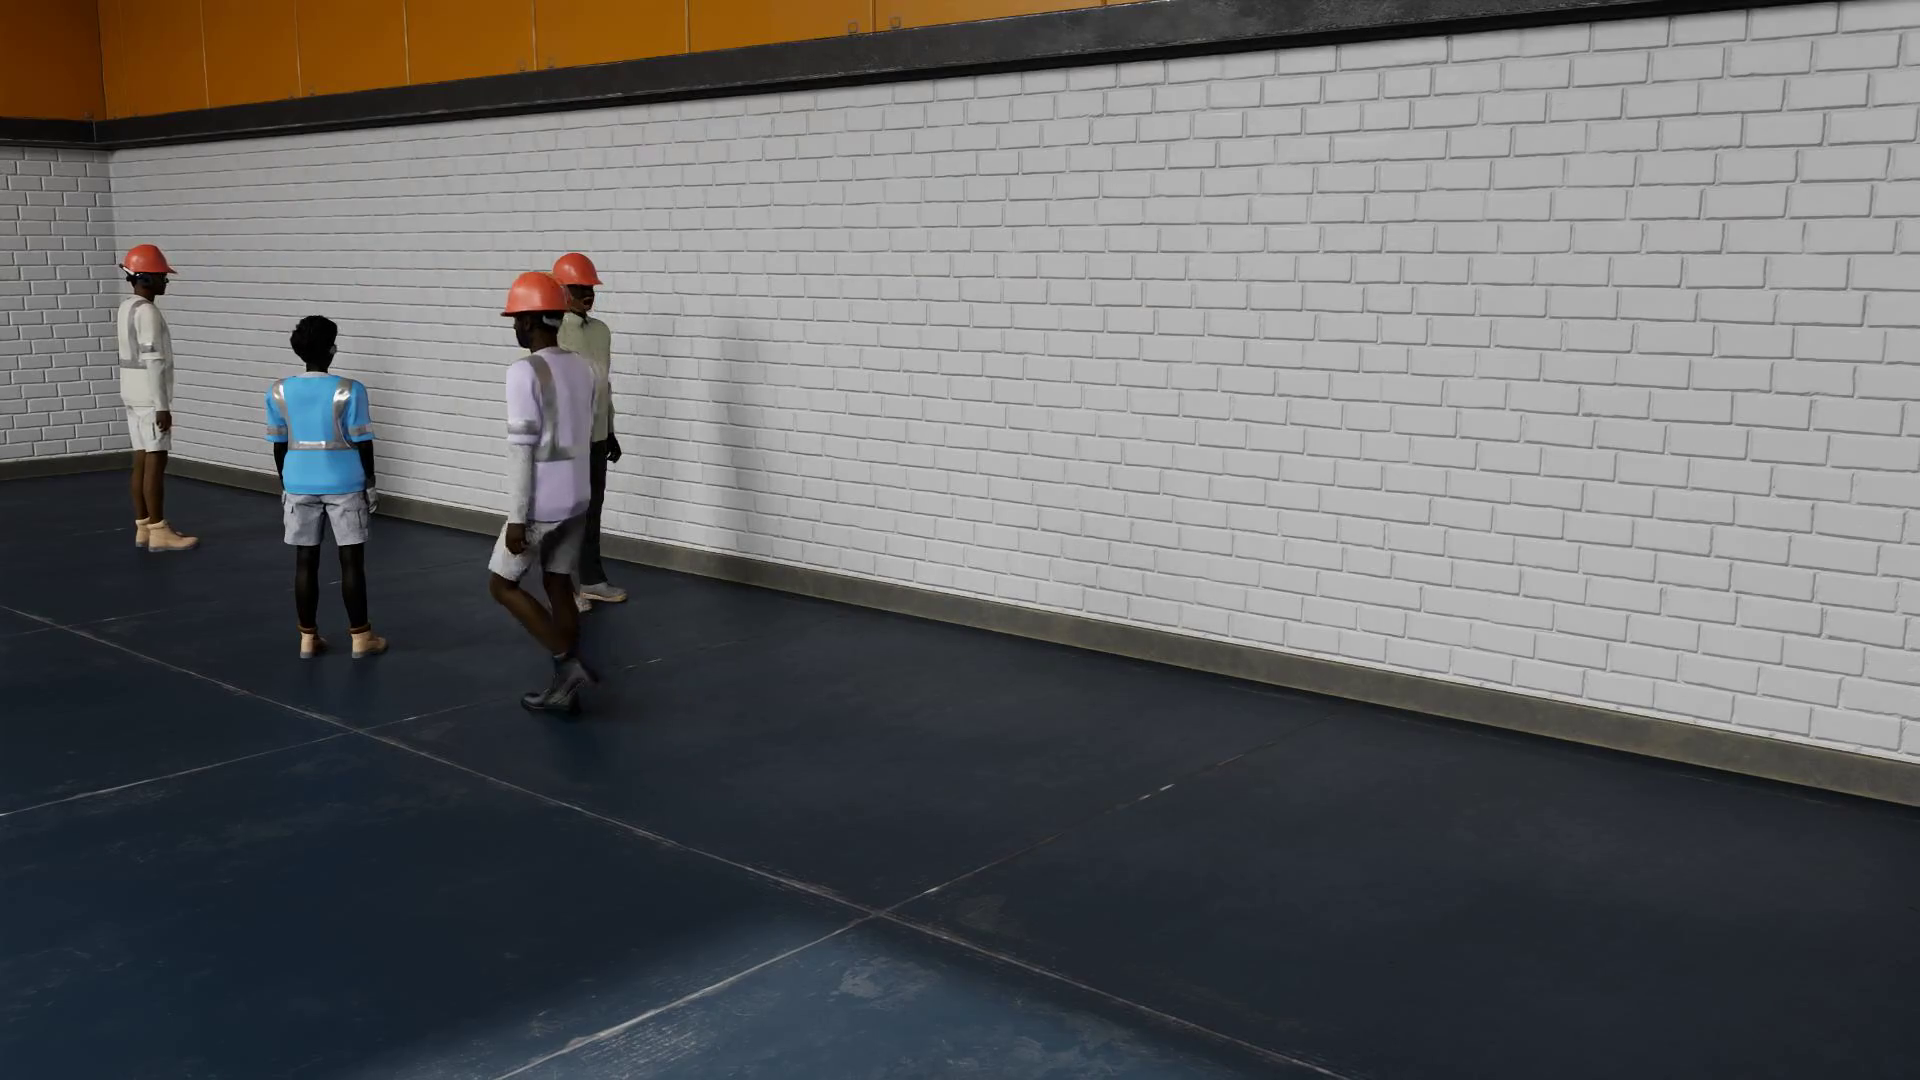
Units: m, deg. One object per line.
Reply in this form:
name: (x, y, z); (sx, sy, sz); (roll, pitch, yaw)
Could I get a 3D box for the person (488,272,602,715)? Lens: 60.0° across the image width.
person: (-1.781, -0.171, 7.087); (0.402, 1.922, 0.582); (4, 11, 19)

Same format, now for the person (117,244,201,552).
person: (-5.415, -0.949, 11.174); (0.397, 2.044, 0.609); (-8, 13, -39)

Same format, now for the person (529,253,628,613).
person: (-2.140, -0.603, 9.346); (0.382, 1.994, 0.613); (5, 11, 27)

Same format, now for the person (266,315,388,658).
person: (-3.118, -0.253, 8.195); (0.532, 1.698, 0.319); (0, 10, 3)
